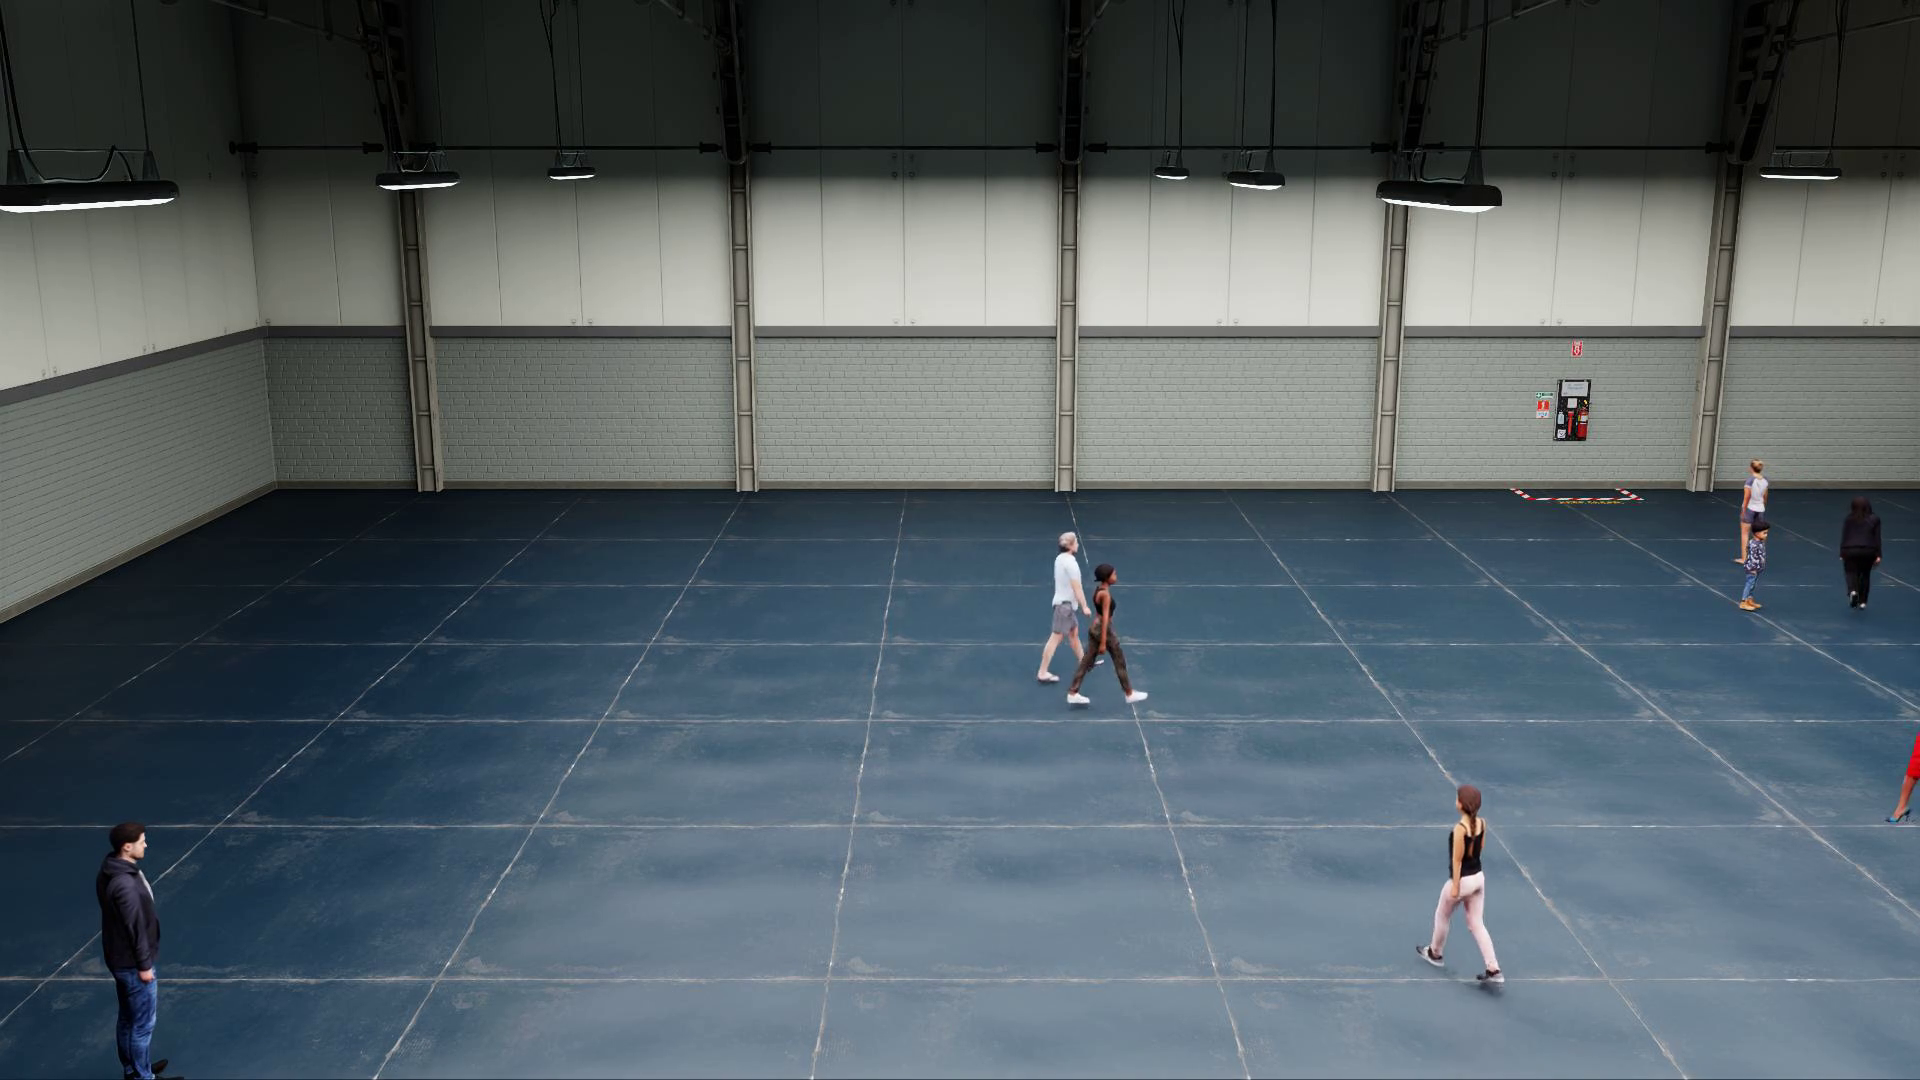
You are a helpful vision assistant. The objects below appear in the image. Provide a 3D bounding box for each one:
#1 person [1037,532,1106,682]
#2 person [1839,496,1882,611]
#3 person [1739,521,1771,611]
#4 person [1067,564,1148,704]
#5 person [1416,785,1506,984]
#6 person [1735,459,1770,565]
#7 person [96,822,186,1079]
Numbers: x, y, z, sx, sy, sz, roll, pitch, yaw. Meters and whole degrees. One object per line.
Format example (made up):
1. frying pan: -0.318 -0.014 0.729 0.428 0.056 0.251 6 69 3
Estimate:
1. person: 1.165 0.823 19.815 1.172 1.797 0.794 -3 13 -12
2. person: 12.398 0.210 22.932 0.916 1.587 0.916 6 15 26
3. person: 11.022 0.349 23.077 0.562 1.250 0.630 -11 17 -39
4. person: 1.531 1.115 18.887 1.197 1.647 0.732 -2 13 -9
5. person: 3.883 2.636 12.582 1.026 1.529 0.925 -7 15 -28
6. person: 12.237 -0.439 25.652 0.515 1.623 0.681 -3 13 -13
7. person: -5.545 2.792 11.111 0.803 1.889 0.751 -12 18 -42
